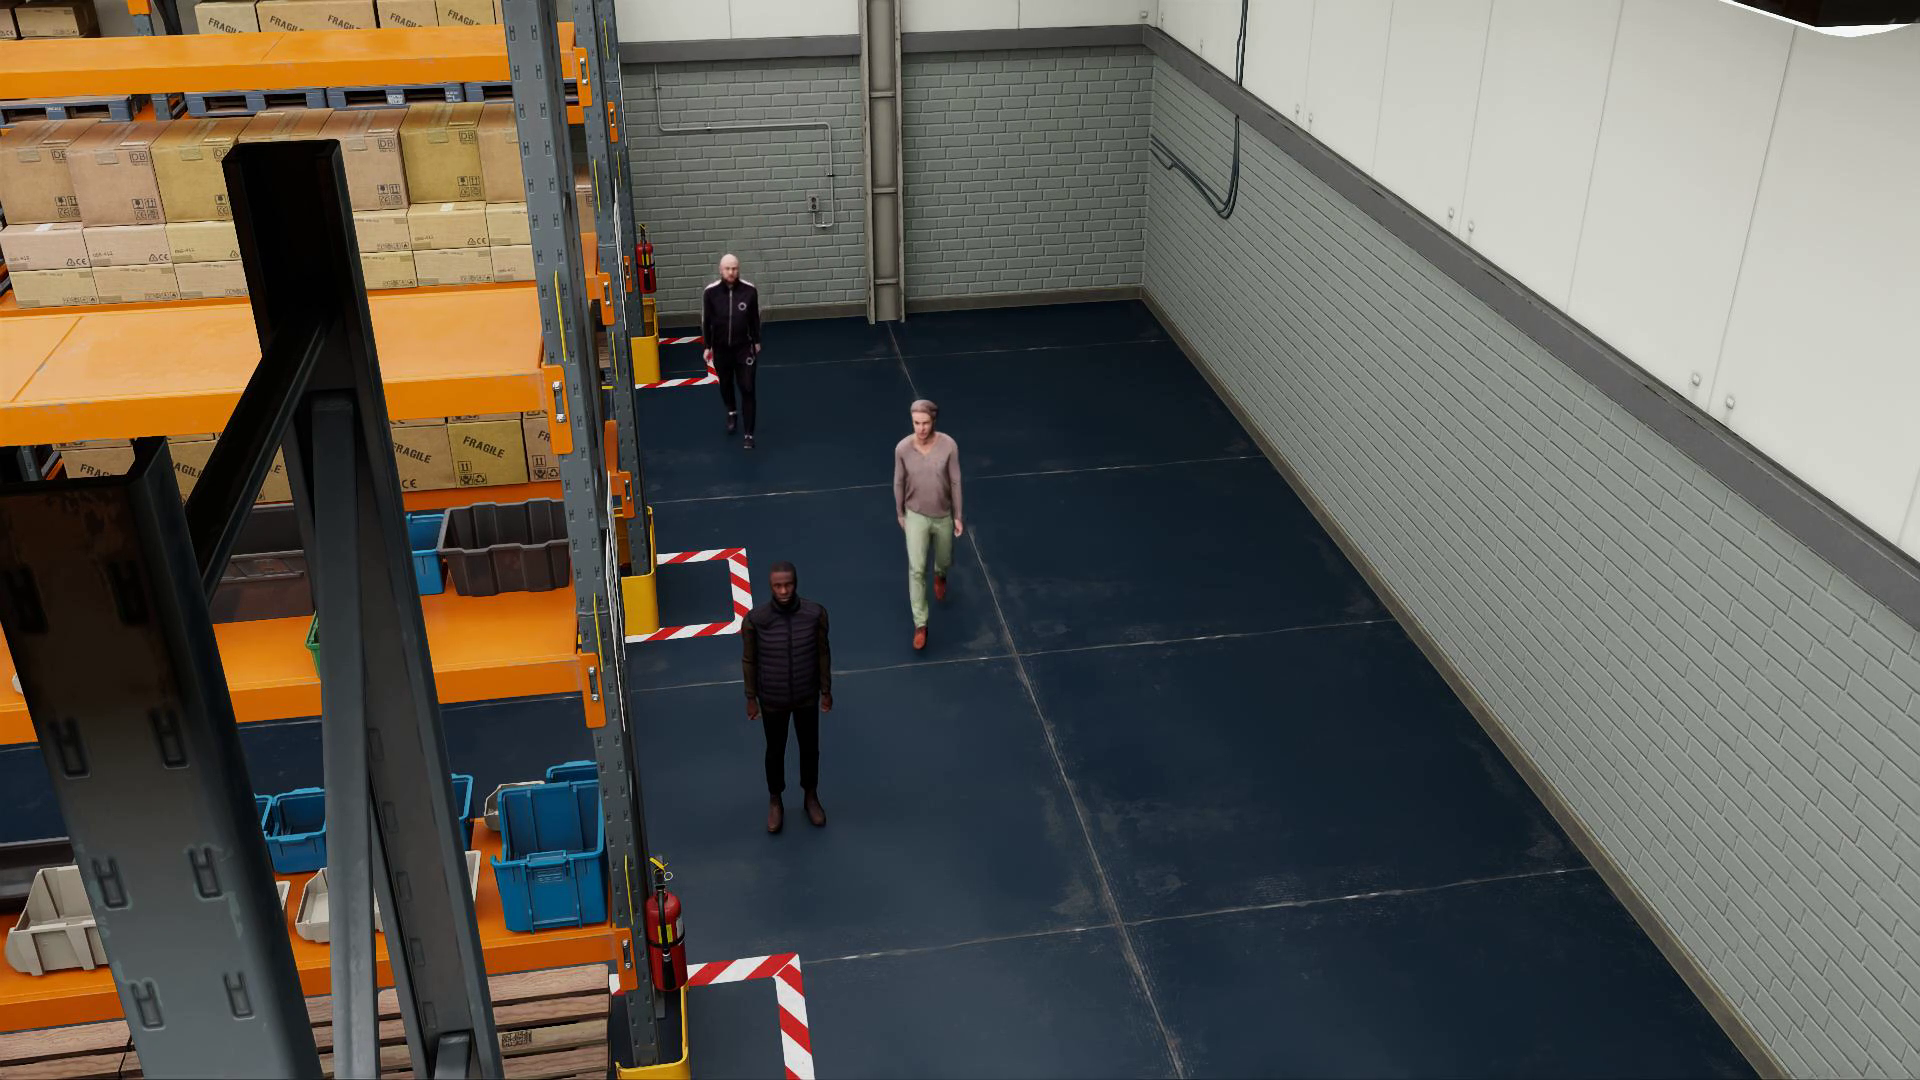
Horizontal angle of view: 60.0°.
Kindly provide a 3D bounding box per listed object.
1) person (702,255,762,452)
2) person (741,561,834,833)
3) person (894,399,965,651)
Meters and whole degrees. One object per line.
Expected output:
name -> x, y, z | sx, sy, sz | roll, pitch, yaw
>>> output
person -> -2.101, -1.764, 15.318 | 1.191, 1.776, 0.826 | -2, 28, -4
person -> -1.044, 0.941, 10.175 | 0.519, 1.836, 0.763 | -7, 29, -12
person -> -0.213, -0.205, 12.314 | 1.155, 1.847, 0.864 | 0, 28, 0
